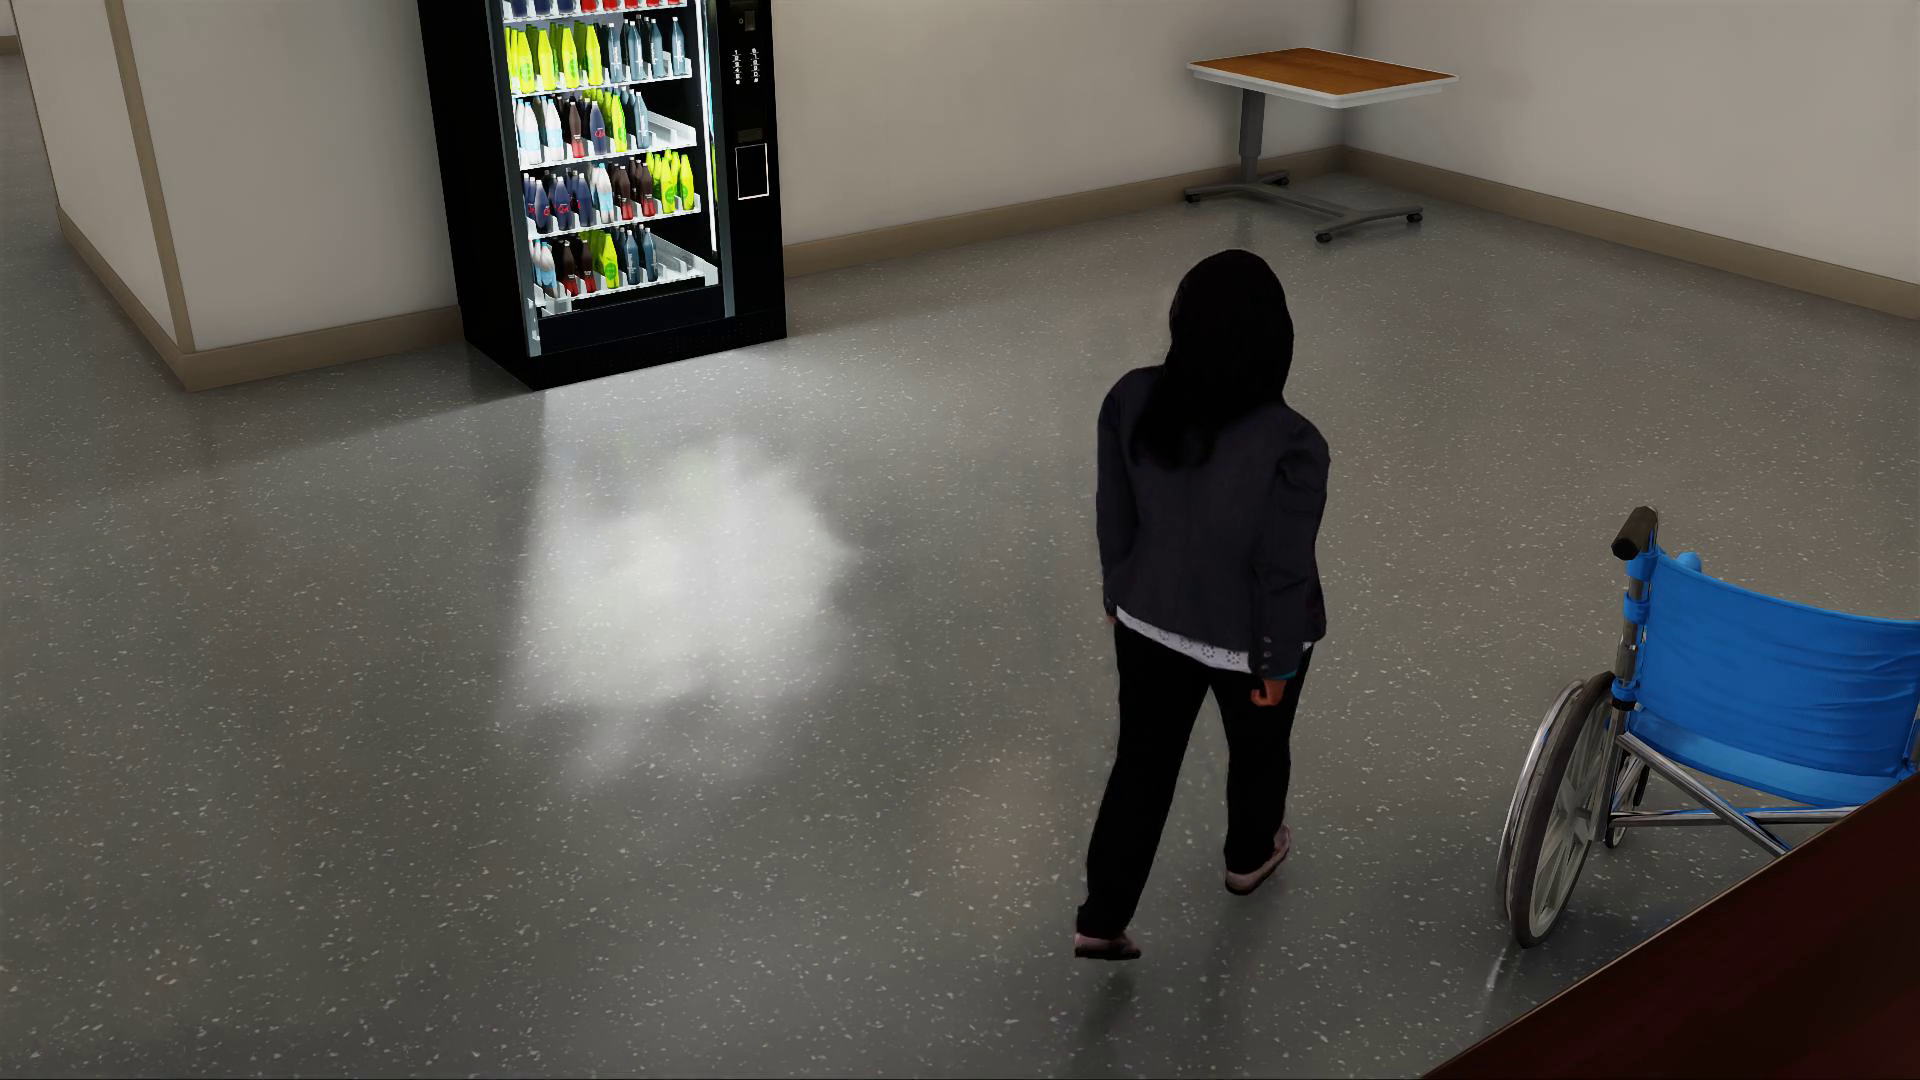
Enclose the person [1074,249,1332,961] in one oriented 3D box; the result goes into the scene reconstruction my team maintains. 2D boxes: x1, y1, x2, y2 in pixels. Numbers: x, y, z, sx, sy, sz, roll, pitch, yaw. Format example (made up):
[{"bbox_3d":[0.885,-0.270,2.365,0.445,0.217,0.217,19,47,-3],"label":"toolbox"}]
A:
[{"bbox_3d":[0.476,0.200,3.454,0.908,1.574,1.131,15,30,29],"label":"person"}]
